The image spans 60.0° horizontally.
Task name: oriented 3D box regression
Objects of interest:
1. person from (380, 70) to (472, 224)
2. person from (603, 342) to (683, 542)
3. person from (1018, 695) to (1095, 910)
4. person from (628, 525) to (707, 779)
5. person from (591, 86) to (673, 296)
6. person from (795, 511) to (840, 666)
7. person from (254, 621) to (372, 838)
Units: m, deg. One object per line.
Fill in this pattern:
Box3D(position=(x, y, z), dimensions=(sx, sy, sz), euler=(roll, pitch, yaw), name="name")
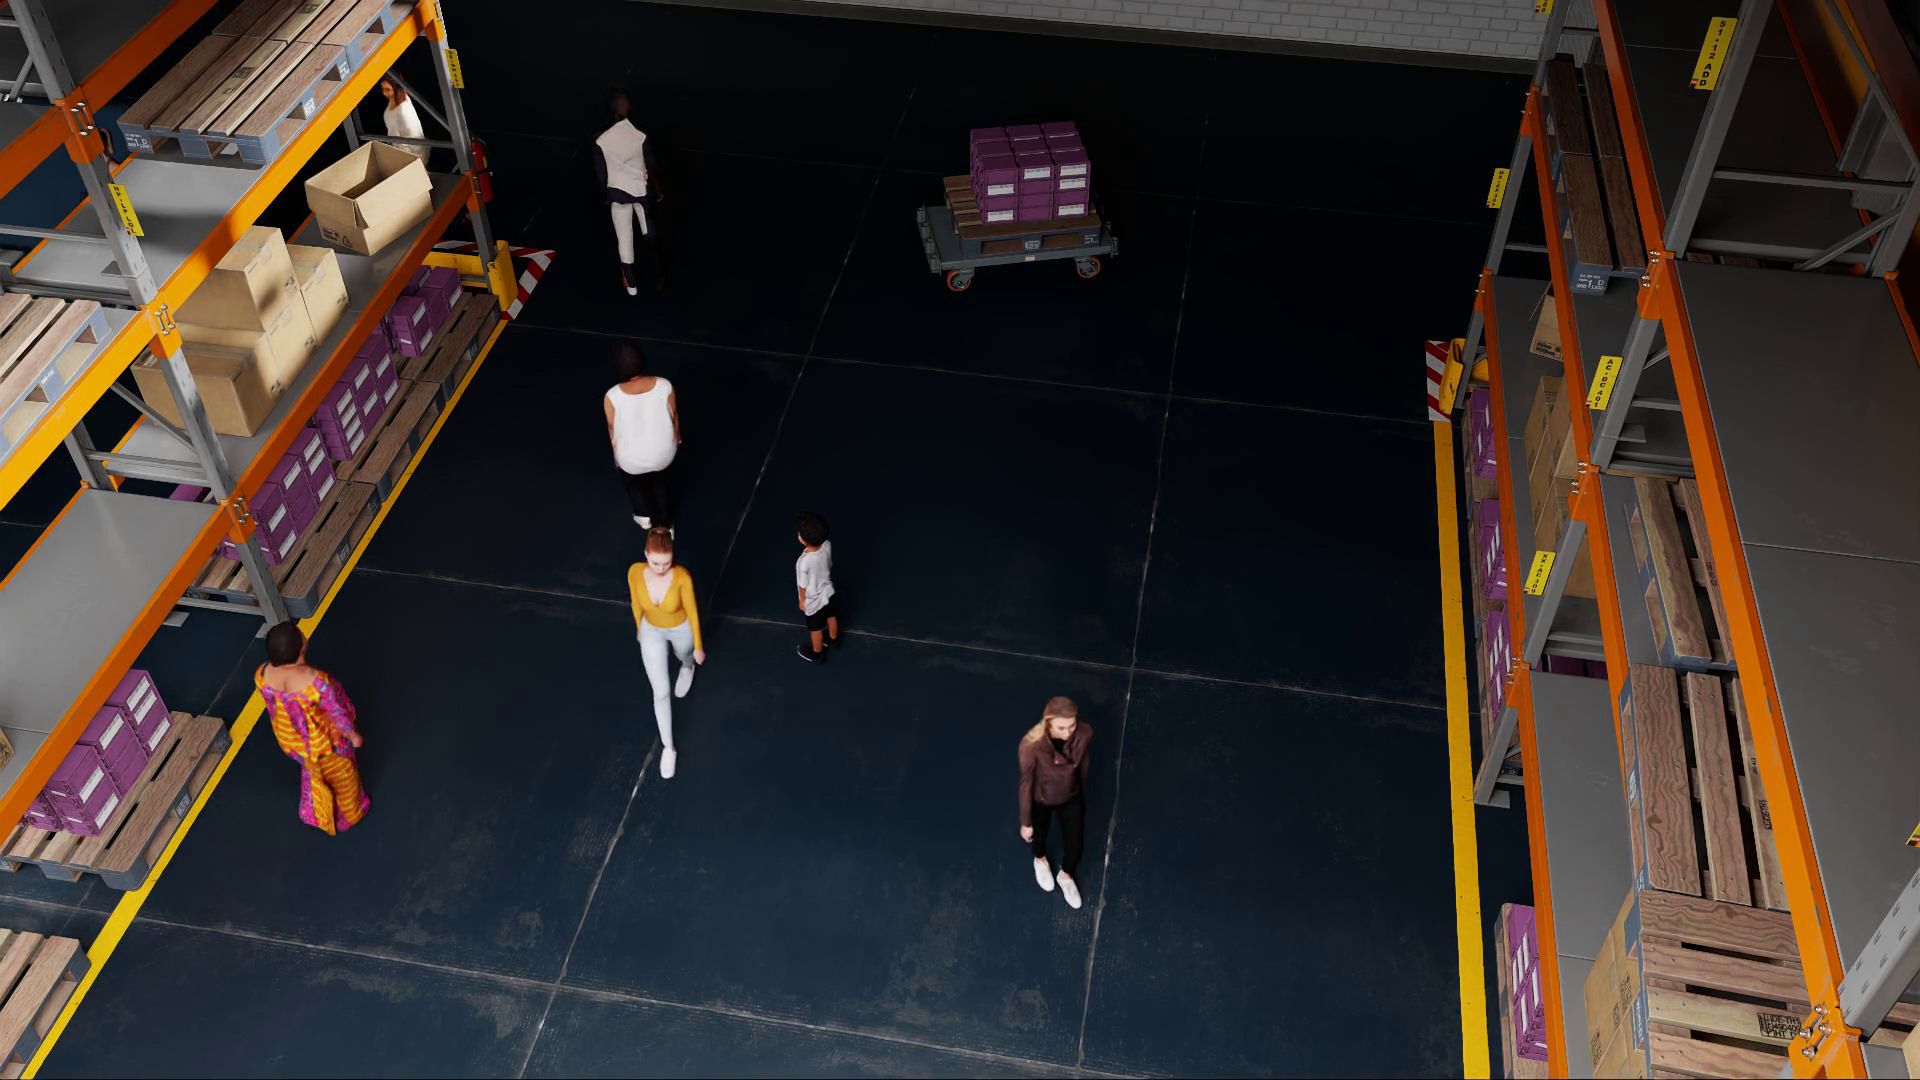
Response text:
Box3D(position=(-4.682, -3.384, 14.561), dimensions=(1.021, 1.628, 1.136), euler=(-11, 45, -12), name="person")
Box3D(position=(-2.203, -0.631, 11.639), dimensions=(0.777, 1.673, 0.804), euler=(-13, 45, -13), name="person")
Box3D(position=(0.500, 1.405, 9.491), dimensions=(0.731, 1.687, 0.775), euler=(-9, 44, -10), name="person")
Box3D(position=(-1.793, 0.532, 10.403), dimensions=(0.743, 1.694, 1.255), euler=(2, 44, 2), name="person")
Box3D(position=(-2.743, -2.901, 13.858), dimensions=(0.748, 1.898, 0.706), euler=(-6, 44, -7), name="person")
Box3D(position=(-0.937, 0.319, 10.943), dimensions=(0.608, 1.257, 0.520), euler=(23, 48, 23), name="person")
Box3D(position=(-3.832, 1.150, 9.773), dimensions=(0.723, 1.668, 0.796), euler=(15, 46, 15), name="person")
